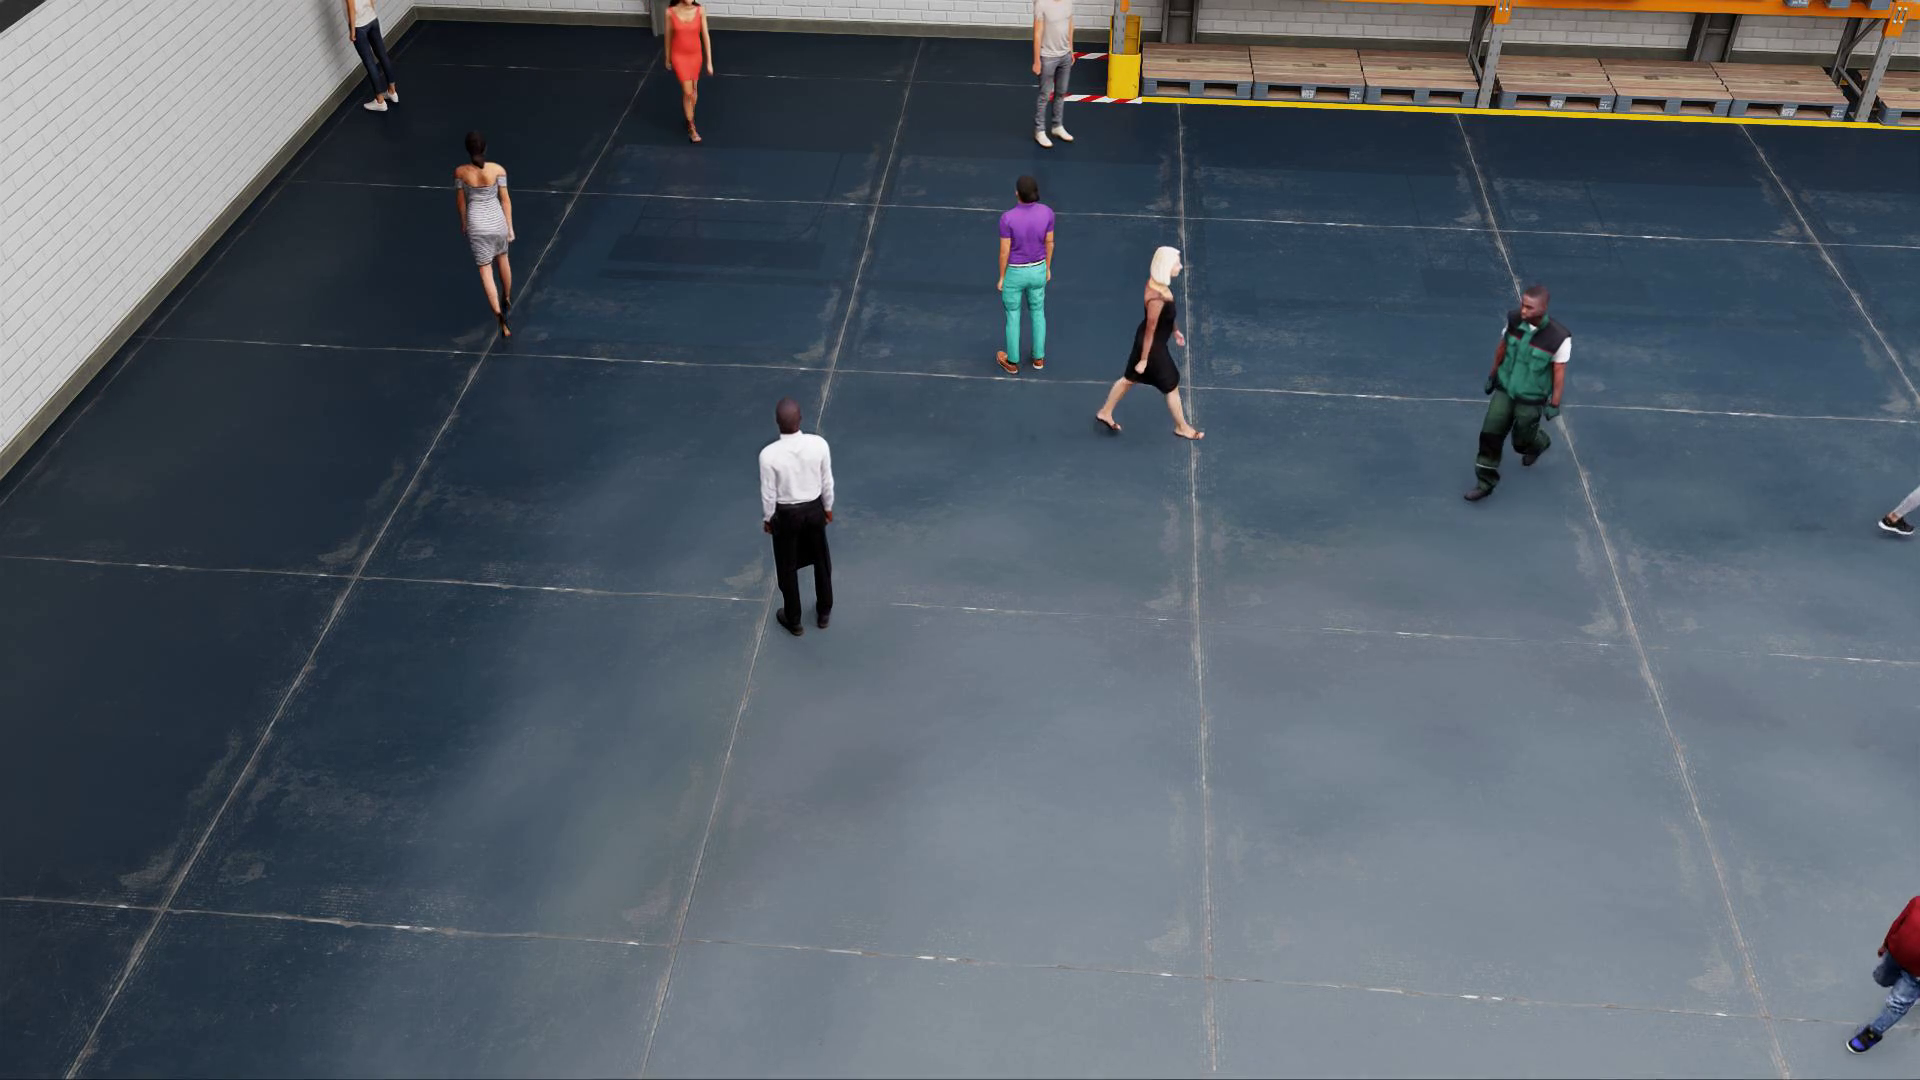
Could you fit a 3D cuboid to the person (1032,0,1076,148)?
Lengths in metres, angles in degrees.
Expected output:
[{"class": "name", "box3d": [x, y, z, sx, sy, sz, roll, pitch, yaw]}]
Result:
[{"class": "person", "box3d": [0.947, -4.957, 16.943, 0.736, 1.889, 0.804, -25, 45, -28]}]

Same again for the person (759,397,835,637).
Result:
[{"class": "person", "box3d": [-1.067, -0.151, 10.967, 0.634, 1.837, 0.773, -14, 41, -16]}]

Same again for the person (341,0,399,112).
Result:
[{"class": "person", "box3d": [-6.317, -5.469, 17.649, 0.578, 1.808, 0.652, 12, 40, 15]}]

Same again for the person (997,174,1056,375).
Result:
[{"class": "person", "box3d": [0.530, -2.176, 13.559, 0.654, 1.767, 0.771, -11, 40, -14]}]

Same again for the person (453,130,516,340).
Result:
[{"class": "person", "box3d": [-3.969, -2.535, 13.992, 1.086, 1.788, 0.945, -12, 40, -15]}]

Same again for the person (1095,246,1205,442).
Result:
[{"class": "person", "box3d": [1.385, -1.478, 12.744, 1.068, 1.693, 0.589, 3, 39, 4]}]

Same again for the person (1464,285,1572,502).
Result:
[{"class": "person", "box3d": [4.173, -1.110, 12.192, 1.212, 1.807, 1.164, -29, 47, -31]}]

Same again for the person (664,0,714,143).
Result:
[{"class": "person", "box3d": [-2.843, -4.982, 17.144, 0.915, 1.677, 0.895, -10, 40, -12]}]

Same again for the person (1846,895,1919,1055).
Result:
[{"class": "person", "box3d": [4.953, 2.142, 8.572, 0.842, 1.243, 0.693, -14, 41, -17]}]
